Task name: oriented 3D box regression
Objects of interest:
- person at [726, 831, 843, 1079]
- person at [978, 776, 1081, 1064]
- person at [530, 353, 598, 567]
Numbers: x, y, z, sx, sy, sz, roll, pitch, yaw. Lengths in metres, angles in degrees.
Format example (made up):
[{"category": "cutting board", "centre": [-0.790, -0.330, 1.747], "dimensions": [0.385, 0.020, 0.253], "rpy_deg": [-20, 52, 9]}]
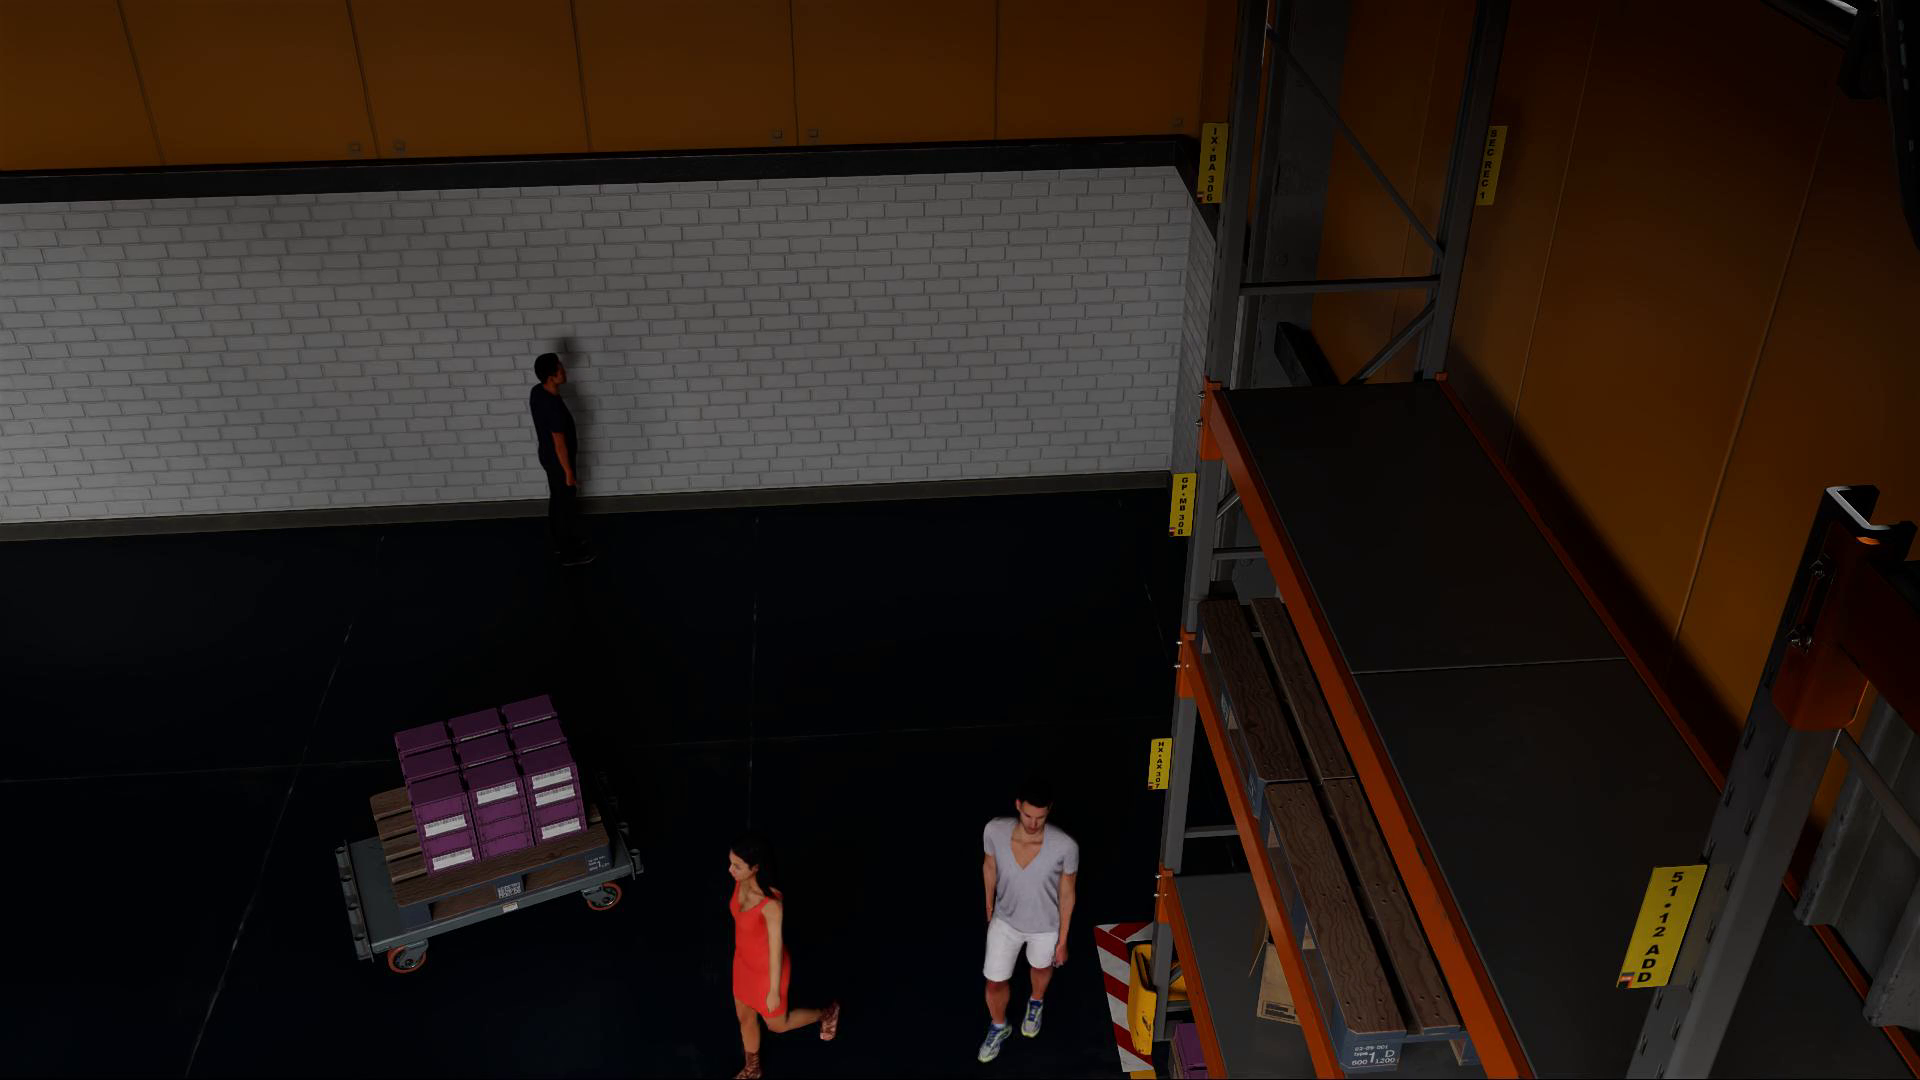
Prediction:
[{"category": "person", "centre": [-0.945, 2.160, 8.571], "dimensions": [0.980, 1.700, 1.008], "rpy_deg": [-23, 40, -31]}, {"category": "person", "centre": [0.401, 1.910, 8.830], "dimensions": [0.814, 1.830, 0.893], "rpy_deg": [9, 35, 13]}, {"category": "person", "centre": [-3.072, -0.619, 12.667], "dimensions": [0.761, 1.793, 0.597], "rpy_deg": [-15, 37, -22]}]
